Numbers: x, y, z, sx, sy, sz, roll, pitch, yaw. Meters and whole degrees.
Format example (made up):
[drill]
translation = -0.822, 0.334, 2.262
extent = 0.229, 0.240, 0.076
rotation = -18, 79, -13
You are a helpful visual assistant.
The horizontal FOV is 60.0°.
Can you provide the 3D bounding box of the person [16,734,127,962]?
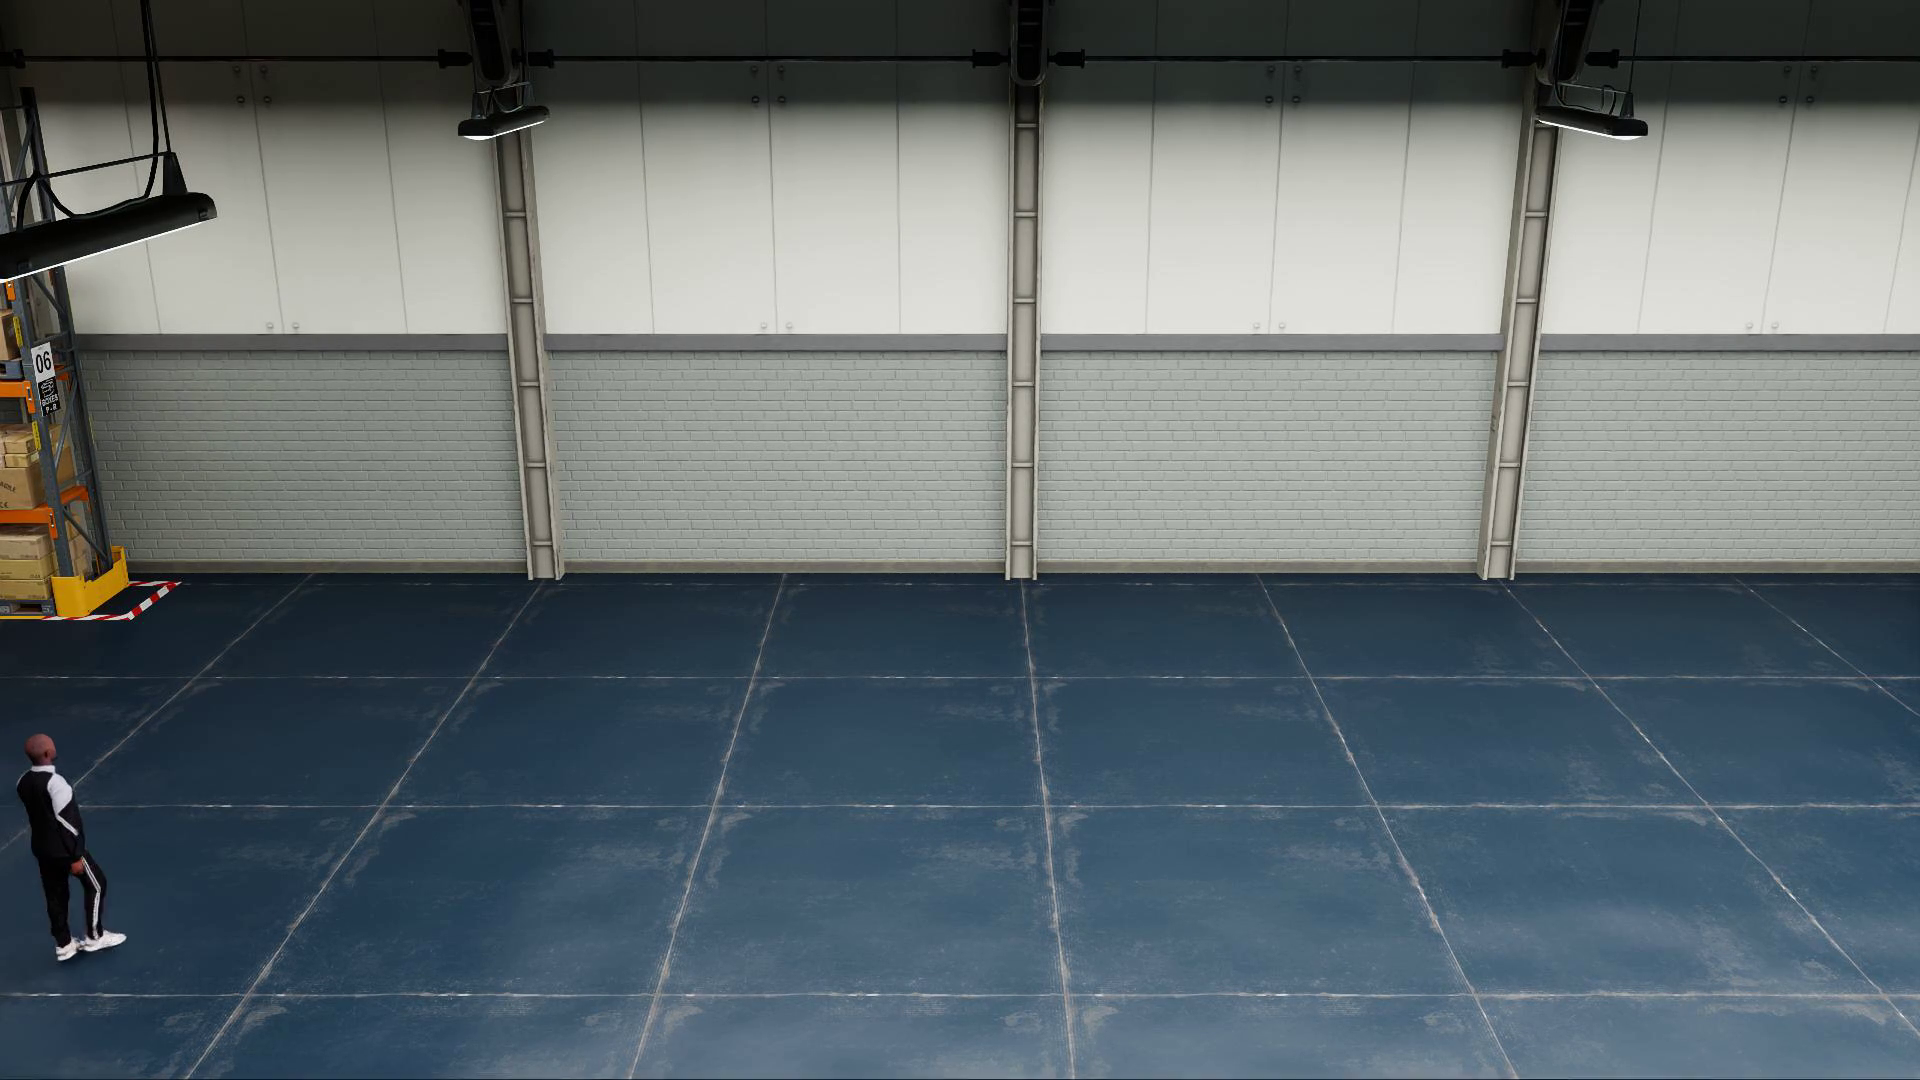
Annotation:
[person]
translation = -6.769, 2.317, 12.362
extent = 0.779, 1.821, 0.878
rotation = 8, 20, 24
